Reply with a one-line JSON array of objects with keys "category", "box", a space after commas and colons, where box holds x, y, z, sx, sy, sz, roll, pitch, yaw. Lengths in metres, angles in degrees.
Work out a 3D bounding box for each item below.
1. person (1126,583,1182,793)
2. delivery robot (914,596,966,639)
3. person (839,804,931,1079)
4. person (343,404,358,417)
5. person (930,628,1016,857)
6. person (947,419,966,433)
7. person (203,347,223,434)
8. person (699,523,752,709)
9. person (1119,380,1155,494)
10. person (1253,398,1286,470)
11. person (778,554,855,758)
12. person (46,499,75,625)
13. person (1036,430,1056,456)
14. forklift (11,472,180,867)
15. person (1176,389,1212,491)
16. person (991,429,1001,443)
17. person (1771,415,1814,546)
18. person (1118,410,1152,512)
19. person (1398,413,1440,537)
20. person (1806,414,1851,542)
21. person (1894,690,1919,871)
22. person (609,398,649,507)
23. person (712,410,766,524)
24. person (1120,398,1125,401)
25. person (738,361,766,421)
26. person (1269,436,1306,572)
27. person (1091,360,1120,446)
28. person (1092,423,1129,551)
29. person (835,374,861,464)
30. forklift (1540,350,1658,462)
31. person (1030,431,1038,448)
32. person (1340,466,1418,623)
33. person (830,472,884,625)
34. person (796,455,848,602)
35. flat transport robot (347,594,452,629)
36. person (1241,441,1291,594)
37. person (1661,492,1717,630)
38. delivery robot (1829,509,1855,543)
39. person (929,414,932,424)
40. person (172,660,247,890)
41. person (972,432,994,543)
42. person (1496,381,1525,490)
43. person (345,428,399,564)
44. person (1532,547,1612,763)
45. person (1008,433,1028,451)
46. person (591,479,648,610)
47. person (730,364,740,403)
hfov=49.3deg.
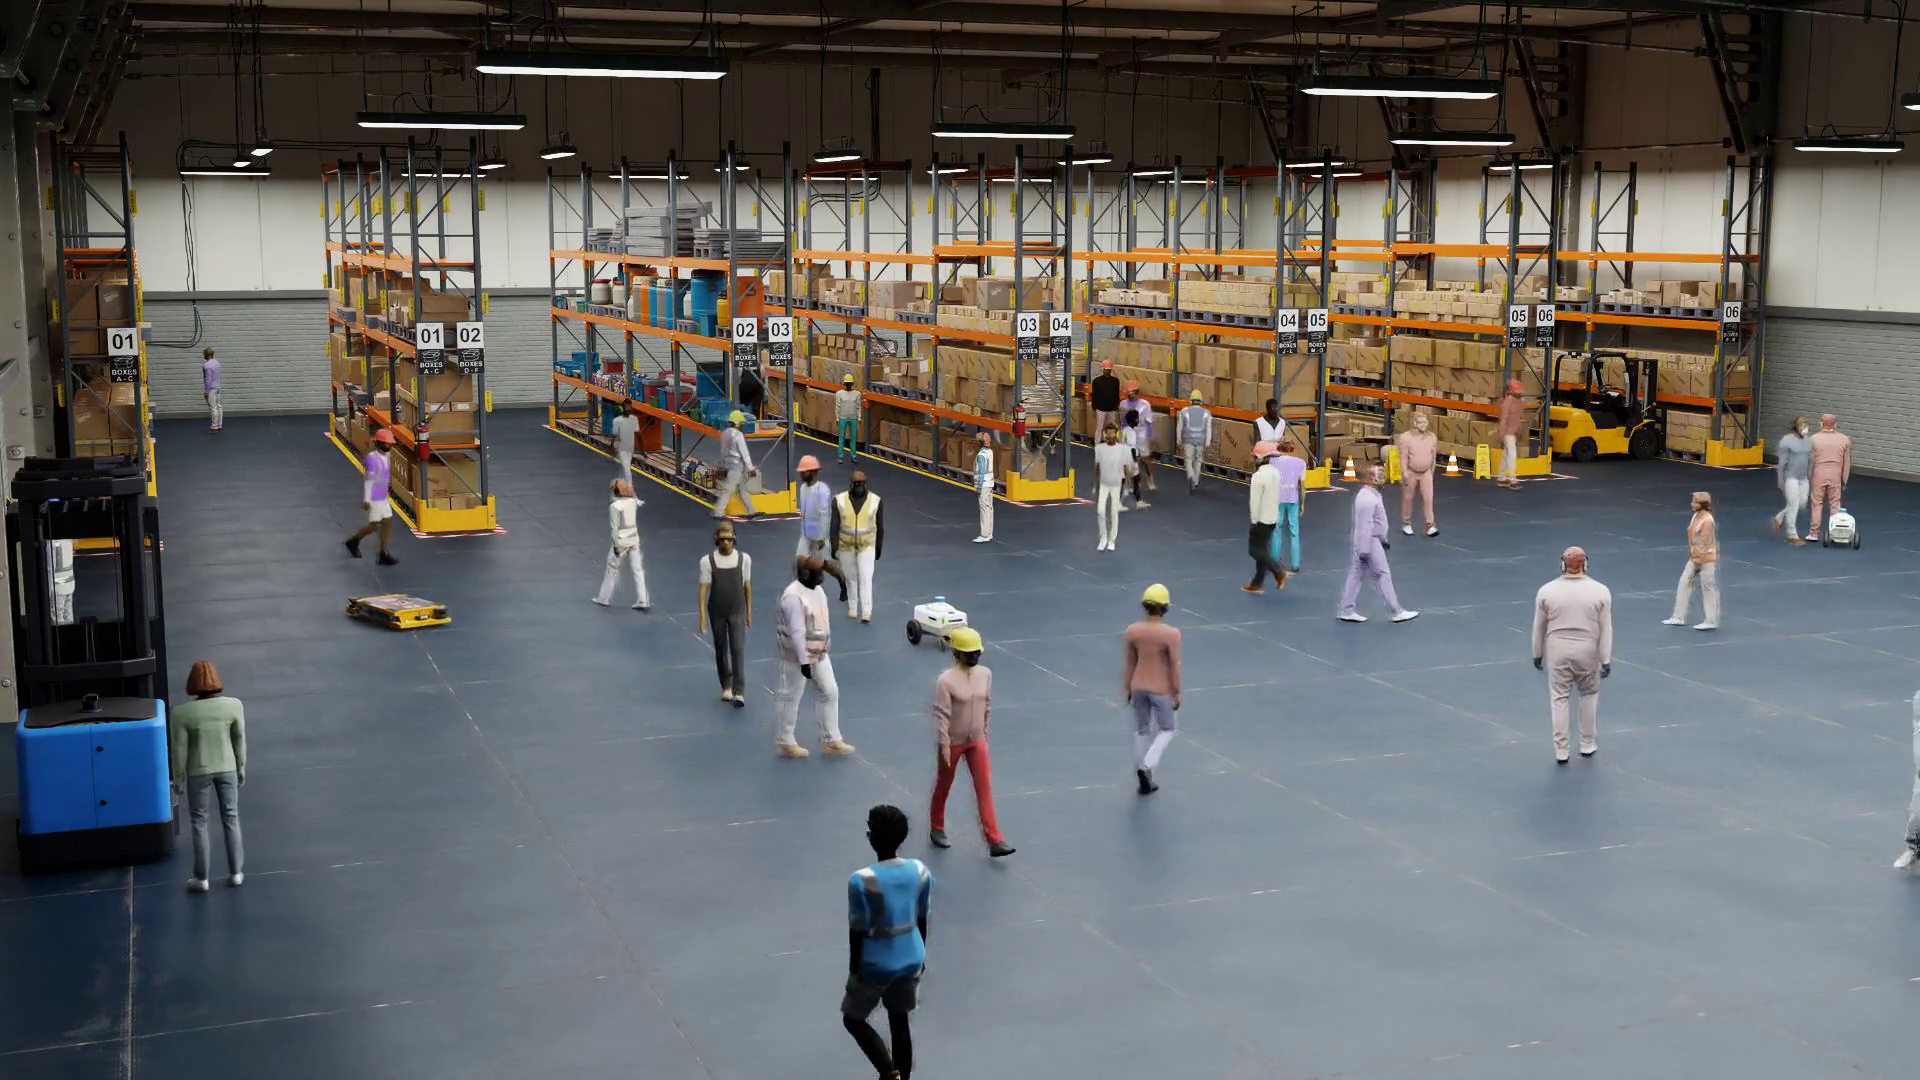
[{"category": "person", "box": [1.557, 1.240, 17.176, 0.537, 1.755, 0.527, 6, 10, 35]}, {"category": "delivery robot", "box": [-0.221, 0.876, 23.431, 0.477, 0.478, 0.707, -5, 10, -29]}, {"category": "person", "box": [-0.375, 2.210, 10.932, 0.545, 1.685, 0.391, -7, 11, -40]}, {"category": "person", "box": [-14.271, -3.688, 49.920, 0.922, 1.784, 0.618, -5, 10, -30]}, {"category": "person", "box": [0.046, 1.501, 15.588, 0.544, 1.715, 0.919, -6, 10, -33]}, {"category": "person", "box": [-0.036, -3.427, 47.741, 0.658, 1.920, 0.775, -3, 9, -18]}, {"category": "person", "box": [-16.962, -3.394, 47.471, 0.371, 1.940, 0.627, 1, 9, 4]}, {"category": "person", "box": [-2.283, 0.738, 20.403, 0.527, 1.791, 0.967, -1, 9, -10]}, {"category": "person", "box": [3.099, -1.814, 36.724, 0.641, 2.009, 0.661, 5, 10, 31]}, {"category": "person", "box": [4.996, -1.336, 33.832, 0.591, 1.917, 0.387, -4, 9, -23]}, {"category": "person", "box": [-1.273, 1.032, 18.395, 0.793, 1.811, 0.637, 4, 10, 26]}, {"category": "person", "box": [-9.263, 0.508, 21.427, 0.391, 1.946, 0.615, 0, 9, -1]}, {"category": "person", "box": [1.739, -2.736, 42.772, 0.605, 2.036, 0.383, 0, 9, -2]}, {"category": "forklift", "box": [-6.630, 0.886, 15.957, 1.129, 2.768, 1.873, -3, 9, -21]}, {"category": "person", "box": [4.142, -1.757, 37.008, 0.599, 1.808, 0.770, -1, 9, -4]}, {"category": "person", "box": [0.743, -2.884, 44.279, 0.588, 1.883, 0.988, -4, 9, -22]}, {"category": "person", "box": [12.283, -0.898, 30.940, 0.633, 1.922, 0.695, -4, 9, -23]}, {"category": "person", "box": [2.868, -1.298, 34.359, 0.766, 1.663, 0.546, 0, 9, -2]}, {"category": "person", "box": [6.934, -0.967, 31.551, 0.644, 1.859, 0.978, -1, 9, -9]}, {"category": "person", "box": [12.861, -0.925, 31.119, 0.652, 1.906, 0.403, 1, 9, 6]}, {"category": "person", "box": [7.067, 1.587, 15.061, 0.590, 1.706, 0.379, -1, 9, -4]}, {"category": "person", "box": [-5.587, -1.474, 35.106, 0.974, 1.816, 0.520, 7, 11, 39]}, {"category": "person", "box": [-3.529, -1.149, 33.050, 0.954, 1.786, 0.605, -4, 9, -25]}, {"category": "person", "box": [3.705, -3.332, 47.554, 0.634, 1.801, 0.957, -4, 9, -24]}, {"category": "person", "box": [-4.672, -3.317, 46.765, 0.694, 2.000, 0.742, -1, 9, -9]}, {"category": "person", "box": [4.398, -0.485, 28.394, 0.564, 1.843, 0.395, 0, 9, 3]}, {"category": "person", "box": [2.965, -2.657, 42.377, 0.625, 1.990, 0.389, -3, 9, -20]}, {"category": "person", "box": [2.155, -0.756, 30.158, 0.554, 1.853, 0.641, 2, 9, 11]}, {"category": "person", "box": [-2.206, -2.401, 41.425, 0.523, 1.769, 0.315, -2, 9, -14]}, {"category": "forklift", "box": [12.897, -2.725, 42.309, 2.313, 2.155, 1.214, -3, 9, -21]}, {"category": "person", "box": [1.597, -2.914, 44.328, 0.553, 1.922, 0.400, -2, 9, -10]}, {"category": "person", "box": [4.956, 0.059, 24.699, 0.958, 1.862, 0.645, 0, 9, 1]}, {"category": "person", "box": [-1.223, 0.082, 24.821, 0.627, 1.793, 0.980, 0, 9, 1]}, {"category": "person", "box": [-1.729, -0.110, 25.707, 0.839, 1.905, 0.546, -8, 12, -44]}, {"category": "flat transport robot", "box": [-6.694, 0.836, 24.945, 0.652, 0.197, 1.431, -7, 11, -40]}, {"category": "person", "box": [3.904, -0.272, 26.545, 0.693, 1.975, 0.620, 7, 11, 39]}, {"category": "person", "box": [8.476, 0.243, 24.264, 0.698, 1.610, 0.546, 0, 9, 1]}, {"category": "delivery robot", "box": [12.940, -0.217, 30.716, 0.477, 0.478, 0.707, 3, 9, 22]}, {"category": "person", "box": [-0.632, -3.560, 49.698, 0.505, 1.608, 0.765, 0, 9, -3]}, {"category": "person", "box": [-5.298, 1.656, 14.820, 0.504, 1.631, 0.268, -5, 10, -32]}, {"category": "person", "box": [0.358, -0.785, 31.071, 0.308, 1.641, 0.511, 2, 9, 15]}, {"category": "person", "box": [9.864, -1.879, 37.386, 0.692, 1.944, 0.668, 8, 11, 41]}, {"category": "person", "box": [-8.123, -0.606, 28.993, 0.704, 1.908, 0.582, 2, 9, 13]}, {"category": "person", "box": [5.383, 0.988, 18.402, 0.679, 1.887, 0.704, 3, 9, 21]}, {"category": "person", "box": [1.140, -2.447, 42.355, 0.508, 1.584, 0.834, -6, 11, -37]}, {"category": "person", "box": [-4.172, 0.049, 25.637, 0.831, 1.604, 0.530, 6, 10, 33]}, {"category": "person", "box": [-5.067, -3.529, 48.601, 0.575, 1.874, 0.344, -4, 9, -23]}]
